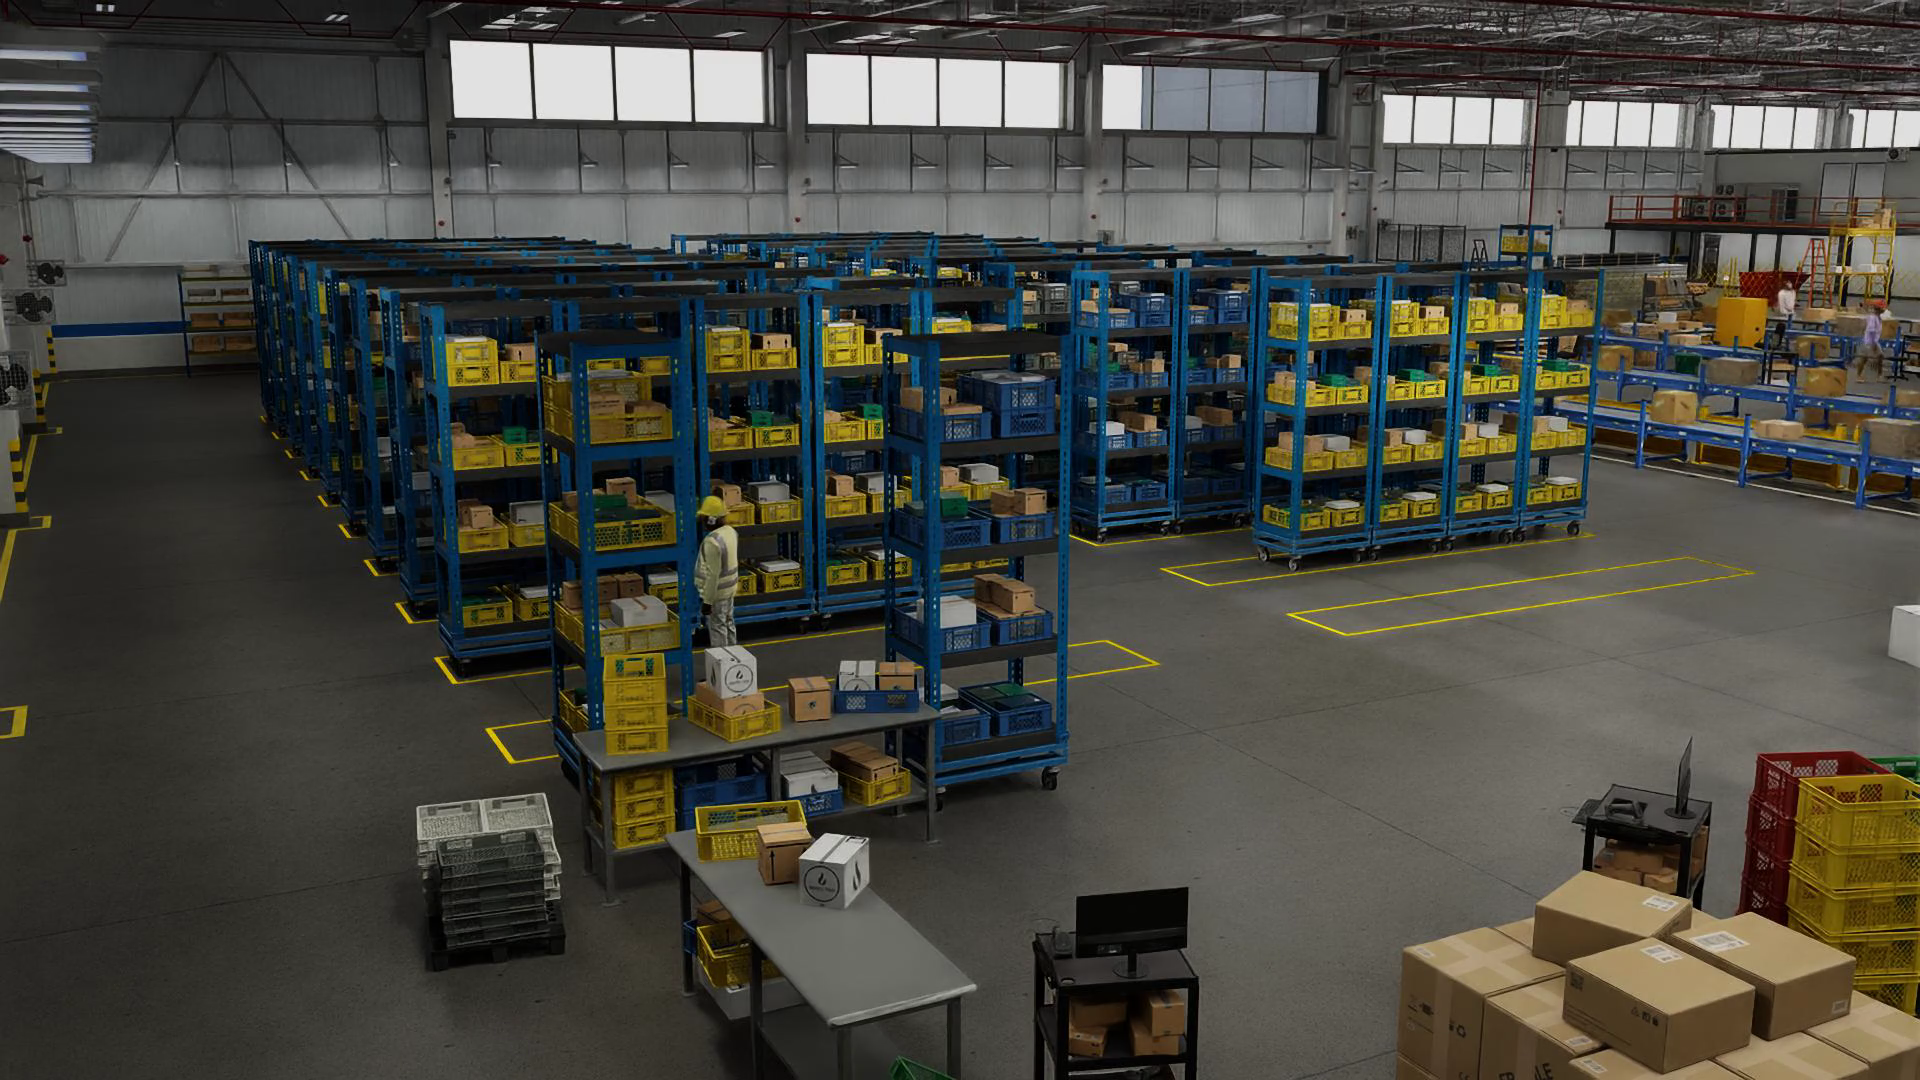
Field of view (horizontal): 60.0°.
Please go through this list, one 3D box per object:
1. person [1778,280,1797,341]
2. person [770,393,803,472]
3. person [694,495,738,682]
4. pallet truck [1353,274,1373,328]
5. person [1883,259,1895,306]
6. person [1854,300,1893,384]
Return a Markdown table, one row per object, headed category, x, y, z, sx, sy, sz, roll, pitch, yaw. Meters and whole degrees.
| category | x | y | z | sx | sy | sz | roll | pitch | yaw |
| --- | --- | --- | --- | --- | --- | --- | --- | --- | --- |
| person | 24.806 | -6.825 | 49.786 | 0.672 | 1.882 | 0.582 | -5 | 13 | -21 |
| person | -2.480 | -1.418 | 24.655 | 0.652 | 1.807 | 0.691 | 11 | 16 | 41 |
| person | -2.303 | 0.480 | 15.722 | 0.404 | 1.837 | 0.588 | 2 | 12 | 11 |
| pallet truck | 13.011 | -8.050 | 55.243 | 0.823 | 1.965 | 1.885 | -7 | 14 | -28 |
| person | 36.184 | -10.027 | 64.854 | 0.511 | 1.844 | 0.341 | -9 | 15 | -35 |
| person | 21.808 | -4.689 | 39.502 | 0.615 | 2.004 | 0.923 | -10 | 15 | -38 |
